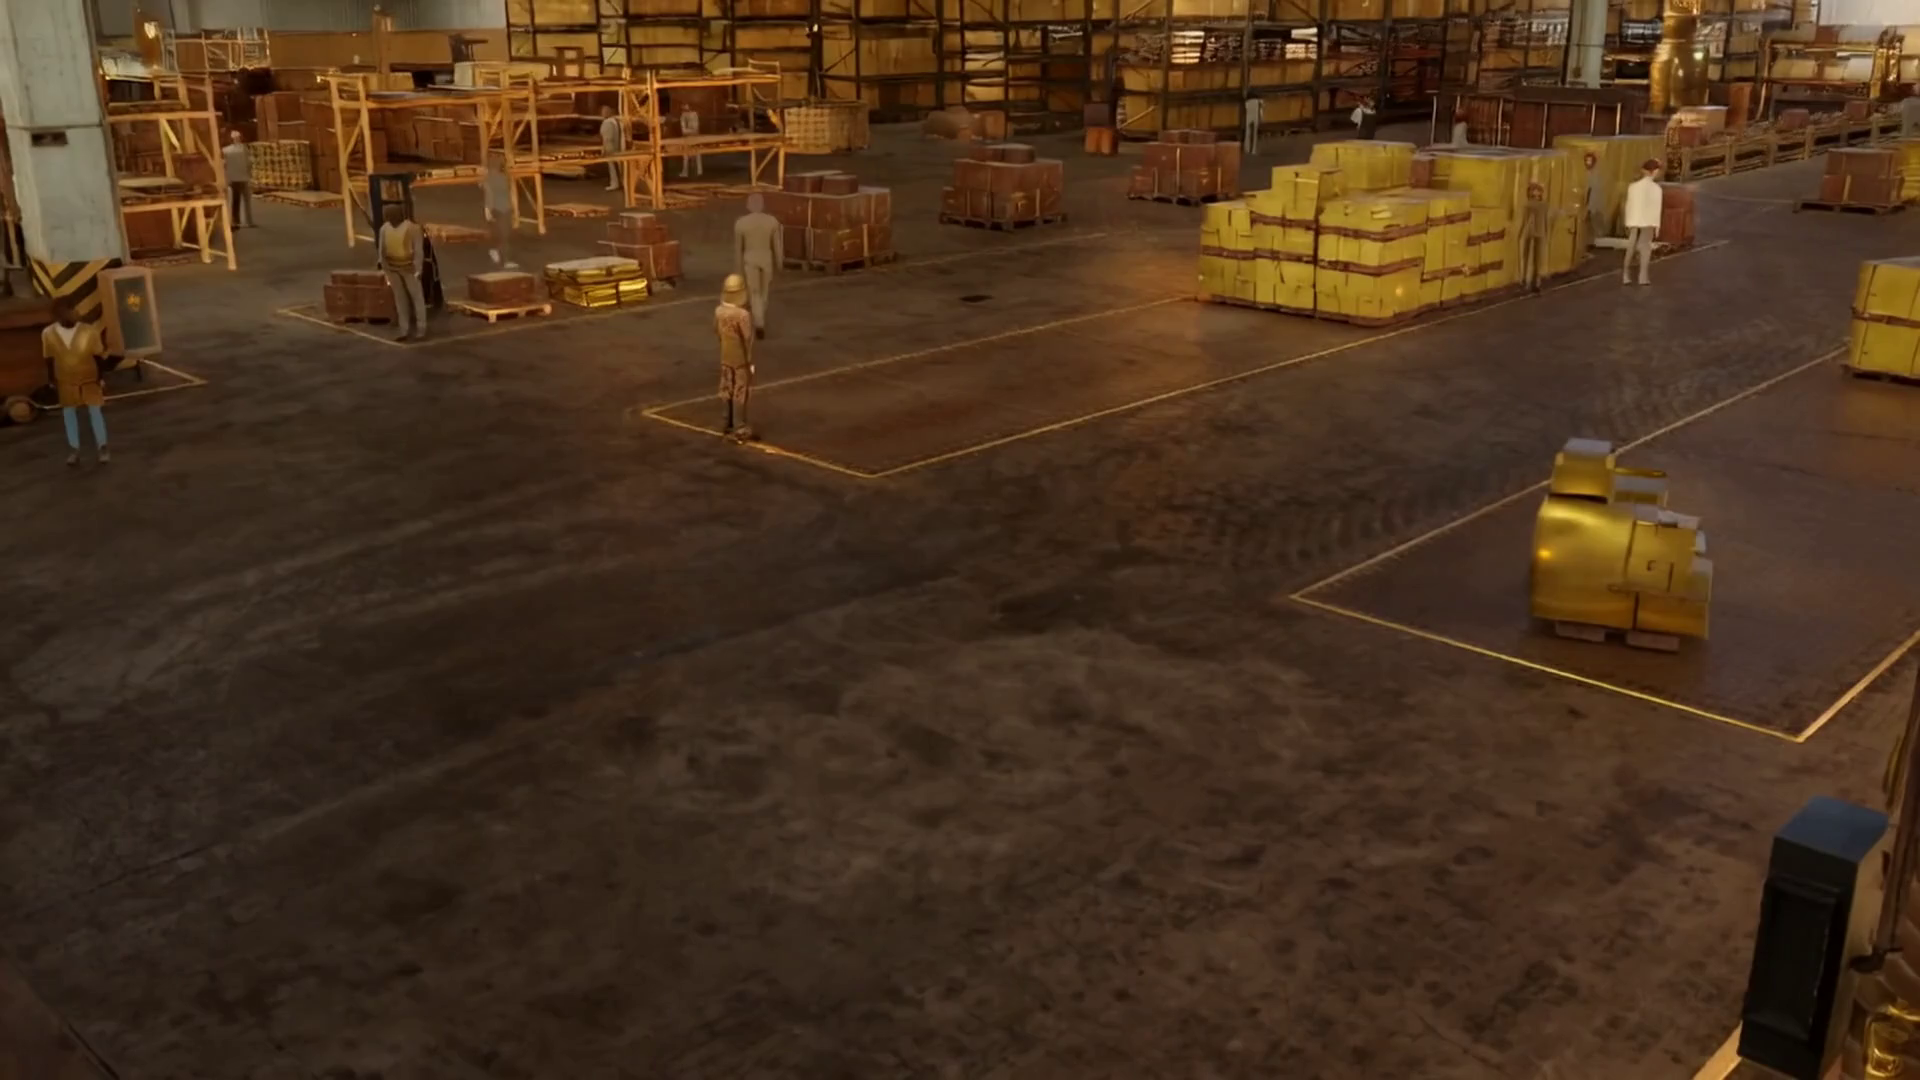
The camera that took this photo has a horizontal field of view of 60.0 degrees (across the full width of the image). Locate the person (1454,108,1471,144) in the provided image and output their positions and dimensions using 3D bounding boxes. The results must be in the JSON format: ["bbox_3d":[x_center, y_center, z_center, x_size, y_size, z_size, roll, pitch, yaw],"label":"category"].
[{"bbox_3d":[11.485,-8.959,38.280,0.391,1.924,0.548,-4,19,-12],"label":"person"}]

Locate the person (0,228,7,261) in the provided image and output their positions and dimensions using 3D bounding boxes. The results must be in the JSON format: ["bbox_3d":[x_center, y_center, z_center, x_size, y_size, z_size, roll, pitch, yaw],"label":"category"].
[{"bbox_3d":[-16.710,-5.671,28.516,0.530,1.824,0.524,-1,18,-3],"label":"person"}]

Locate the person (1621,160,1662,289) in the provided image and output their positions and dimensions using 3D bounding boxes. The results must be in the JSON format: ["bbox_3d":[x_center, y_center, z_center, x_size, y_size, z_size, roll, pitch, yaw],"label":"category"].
[{"bbox_3d":[10.718,-4.950,26.092,0.393,1.986,0.608,-13,22,-33],"label":"person"}]

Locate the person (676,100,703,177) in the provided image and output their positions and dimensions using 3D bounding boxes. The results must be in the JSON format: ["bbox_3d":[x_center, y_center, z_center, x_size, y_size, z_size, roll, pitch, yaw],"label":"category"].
[{"bbox_3d":[-6.735,-9.997,41.451,0.660,1.872,0.983,8,20,22],"label":"person"}]

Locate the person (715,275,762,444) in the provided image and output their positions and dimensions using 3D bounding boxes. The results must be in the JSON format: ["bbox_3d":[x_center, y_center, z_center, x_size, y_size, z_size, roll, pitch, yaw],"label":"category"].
[{"bbox_3d":[-2.300,-1.868,17.189,0.494,1.741,0.308,13,23,35],"label":"person"}]

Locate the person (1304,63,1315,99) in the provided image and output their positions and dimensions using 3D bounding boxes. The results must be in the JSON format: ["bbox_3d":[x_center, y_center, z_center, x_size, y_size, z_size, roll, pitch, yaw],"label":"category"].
[{"bbox_3d":[13.343,-17.088,62.937,0.628,1.818,0.659,0,18,1],"label":"person"}]

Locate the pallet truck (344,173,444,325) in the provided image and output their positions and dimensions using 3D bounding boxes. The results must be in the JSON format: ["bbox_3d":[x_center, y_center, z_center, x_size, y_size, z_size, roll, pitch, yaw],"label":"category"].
[{"bbox_3d":[-8.209,-4.181,23.757,0.823,1.965,1.885,3,19,9],"label":"pallet truck"}]

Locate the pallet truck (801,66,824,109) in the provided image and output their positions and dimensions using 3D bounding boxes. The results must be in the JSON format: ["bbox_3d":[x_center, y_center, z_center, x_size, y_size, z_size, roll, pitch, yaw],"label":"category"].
[{"bbox_3d":[-4.812,-15.182,56.903,0.823,1.965,1.885,-9,21,-26],"label":"pallet truck"}]

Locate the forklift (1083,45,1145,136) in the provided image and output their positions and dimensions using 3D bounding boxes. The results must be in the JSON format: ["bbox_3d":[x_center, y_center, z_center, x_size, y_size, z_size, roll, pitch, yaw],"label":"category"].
[{"bbox_3d":[4.849,-14.127,52.344,1.129,2.768,1.873,17,25,41],"label":"forklift"}]

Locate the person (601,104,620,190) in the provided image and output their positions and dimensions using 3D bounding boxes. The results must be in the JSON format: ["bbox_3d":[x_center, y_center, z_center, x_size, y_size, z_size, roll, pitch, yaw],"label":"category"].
[{"bbox_3d":[-8.180,-9.175,38.851,0.361,1.964,0.616,2,18,6],"label":"person"}]

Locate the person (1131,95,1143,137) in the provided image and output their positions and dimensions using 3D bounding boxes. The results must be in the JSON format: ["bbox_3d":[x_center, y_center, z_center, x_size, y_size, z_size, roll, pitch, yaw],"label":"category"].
[{"bbox_3d":[5.561,-13.333,51.877,0.546,1.651,0.883,17,25,41],"label":"person"}]

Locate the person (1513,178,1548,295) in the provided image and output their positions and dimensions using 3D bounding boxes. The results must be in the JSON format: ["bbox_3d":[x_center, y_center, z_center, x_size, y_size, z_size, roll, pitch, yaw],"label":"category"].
[{"bbox_3d":[8.782,-4.667,25.589,0.526,1.765,0.330,-10,21,-29],"label":"person"}]

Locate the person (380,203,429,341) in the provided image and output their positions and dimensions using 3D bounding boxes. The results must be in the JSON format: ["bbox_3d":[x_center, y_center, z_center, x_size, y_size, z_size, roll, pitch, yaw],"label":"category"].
[{"bbox_3d":[-7.423,-3.569,22.183,0.633,1.835,0.430,4,19,11],"label":"person"}]

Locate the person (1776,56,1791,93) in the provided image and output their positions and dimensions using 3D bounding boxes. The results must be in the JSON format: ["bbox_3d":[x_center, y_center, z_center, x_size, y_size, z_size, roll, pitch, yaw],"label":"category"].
[{"bbox_3d":[33.144,-18.460,66.872,0.629,1.940,0.377,9,20,26],"label":"person"}]

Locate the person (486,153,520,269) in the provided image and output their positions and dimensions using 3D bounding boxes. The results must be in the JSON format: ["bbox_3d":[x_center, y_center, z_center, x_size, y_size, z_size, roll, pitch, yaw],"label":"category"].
[{"bbox_3d":[-7.741,-5.519,27.920,0.558,1.924,0.626,5,19,16],"label":"person"}]

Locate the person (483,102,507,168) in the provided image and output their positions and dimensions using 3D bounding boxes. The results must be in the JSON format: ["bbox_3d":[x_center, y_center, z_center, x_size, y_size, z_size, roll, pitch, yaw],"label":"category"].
[{"bbox_3d":[-11.556,-9.994,41.395,0.597,1.917,0.374,-1,18,-3],"label":"person"}]

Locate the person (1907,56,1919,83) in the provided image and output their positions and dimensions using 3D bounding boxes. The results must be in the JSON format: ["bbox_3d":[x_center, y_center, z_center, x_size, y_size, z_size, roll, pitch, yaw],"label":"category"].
[{"bbox_3d":[38.361,-18.503,67.017,0.738,1.937,0.679,0,18,-1],"label":"person"}]

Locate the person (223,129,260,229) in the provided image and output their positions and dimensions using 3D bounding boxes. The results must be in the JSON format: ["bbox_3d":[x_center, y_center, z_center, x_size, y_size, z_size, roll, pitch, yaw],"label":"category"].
[{"bbox_3d":[-14.097,-7.058,32.542,0.589,1.924,0.384,8,20,22],"label":"person"}]

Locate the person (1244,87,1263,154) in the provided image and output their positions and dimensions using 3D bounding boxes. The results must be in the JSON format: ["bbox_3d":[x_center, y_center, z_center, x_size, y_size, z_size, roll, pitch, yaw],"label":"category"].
[{"bbox_3d":[8.332,-11.893,47.200,0.509,1.867,0.328,3,19,8],"label":"person"}]

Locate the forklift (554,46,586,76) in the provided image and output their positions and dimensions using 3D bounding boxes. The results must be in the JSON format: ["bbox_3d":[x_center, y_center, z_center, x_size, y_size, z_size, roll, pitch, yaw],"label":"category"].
[{"bbox_3d":[-12.071,-13.979,51.899,1.873,2.768,1.129,17,25,41],"label":"forklift"}]

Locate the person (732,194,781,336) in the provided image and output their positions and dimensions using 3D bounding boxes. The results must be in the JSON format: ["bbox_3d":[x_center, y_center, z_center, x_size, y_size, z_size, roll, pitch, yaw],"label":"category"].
[{"bbox_3d":[-2.768,-3.754,22.649,0.647,1.893,1.011,-6,19,-17],"label":"person"}]

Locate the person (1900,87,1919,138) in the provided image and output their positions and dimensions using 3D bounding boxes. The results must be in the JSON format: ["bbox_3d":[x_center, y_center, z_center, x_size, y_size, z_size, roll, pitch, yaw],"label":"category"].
[{"bbox_3d":[27.710,-12.261,48.392,0.759,1.804,0.627,-16,24,-40],"label":"person"}]

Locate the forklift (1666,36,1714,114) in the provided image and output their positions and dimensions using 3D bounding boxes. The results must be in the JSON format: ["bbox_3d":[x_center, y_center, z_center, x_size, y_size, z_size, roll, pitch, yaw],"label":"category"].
[{"bbox_3d":[27.341,-17.291,61.877,1.129,2.768,1.873,17,25,41],"label":"forklift"}]

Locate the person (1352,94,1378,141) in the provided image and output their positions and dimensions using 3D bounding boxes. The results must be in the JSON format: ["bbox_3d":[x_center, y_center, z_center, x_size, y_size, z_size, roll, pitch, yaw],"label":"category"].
[{"bbox_3d":[10.305,-10.343,42.256,0.699,2.000,1.010,-5,19,-14],"label":"person"}]

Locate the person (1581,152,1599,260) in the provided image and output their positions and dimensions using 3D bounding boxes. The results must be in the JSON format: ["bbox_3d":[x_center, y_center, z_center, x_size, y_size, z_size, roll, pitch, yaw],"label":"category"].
[{"bbox_3d":[10.756,-5.776,28.803,0.720,1.844,0.552,11,22,31],"label":"person"}]

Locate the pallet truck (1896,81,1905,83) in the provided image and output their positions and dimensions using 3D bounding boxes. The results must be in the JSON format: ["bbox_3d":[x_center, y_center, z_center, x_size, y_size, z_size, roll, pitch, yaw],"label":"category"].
[{"bbox_3d":[34.802,-16.331,61.455,0.653,1.274,1.630,17,25,41],"label":"pallet truck"}]

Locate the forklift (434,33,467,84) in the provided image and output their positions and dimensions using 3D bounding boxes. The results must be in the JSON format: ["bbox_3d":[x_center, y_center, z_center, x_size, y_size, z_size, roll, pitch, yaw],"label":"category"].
[{"bbox_3d":[-19.731,-18.530,65.609,1.873,2.768,1.129,1,18,4],"label":"forklift"}]

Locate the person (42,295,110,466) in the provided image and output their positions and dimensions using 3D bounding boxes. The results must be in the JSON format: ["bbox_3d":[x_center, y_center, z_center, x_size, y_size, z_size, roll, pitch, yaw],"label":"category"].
[{"bbox_3d":[-8.681,-1.573,16.366,0.535,1.699,0.321,-4,19,-13],"label":"person"}]
